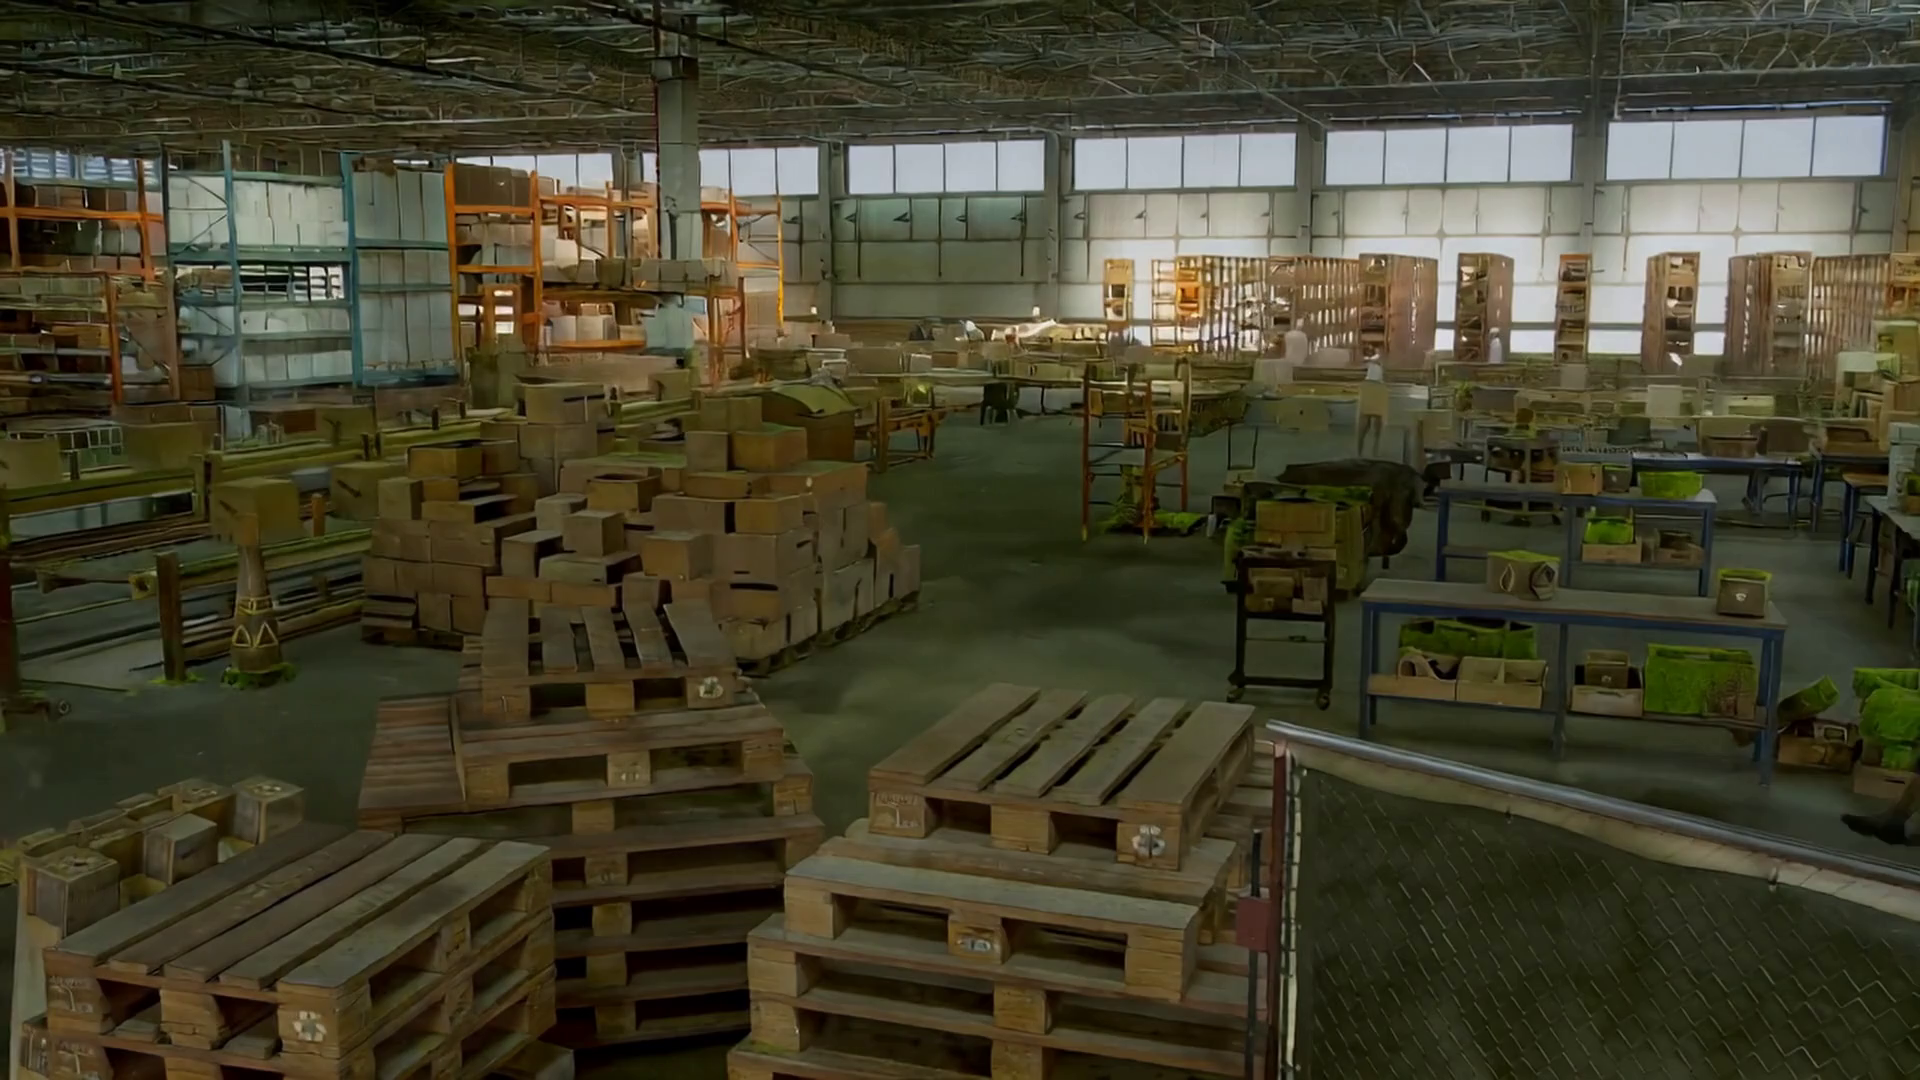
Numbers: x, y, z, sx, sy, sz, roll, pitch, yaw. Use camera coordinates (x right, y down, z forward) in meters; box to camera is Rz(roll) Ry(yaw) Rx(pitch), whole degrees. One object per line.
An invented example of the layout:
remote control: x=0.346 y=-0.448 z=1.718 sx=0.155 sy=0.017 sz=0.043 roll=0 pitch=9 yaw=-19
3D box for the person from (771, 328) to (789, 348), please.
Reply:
person: x=-4.233 y=-4.133 z=39.490 sx=0.944 sy=1.780 sz=0.622 roll=7 pitch=11 yaw=36

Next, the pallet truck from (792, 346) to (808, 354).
pallet truck: x=-3.705 y=-4.298 z=42.022 sx=0.653 sy=1.274 sz=1.630 roll=3 pitch=10 yaw=20

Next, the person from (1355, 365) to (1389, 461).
person: x=6.543 y=-1.962 z=26.382 sx=0.539 sy=1.621 sz=0.433 roll=4 pitch=10 yaw=26

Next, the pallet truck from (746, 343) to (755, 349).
pallet truck: x=-6.183 y=-4.618 z=44.264 sx=1.601 sy=1.201 sz=0.680 roll=-9 pitch=12 yaw=-43

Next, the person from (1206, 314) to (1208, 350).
person: x=7.993 y=-6.554 z=53.866 sx=0.392 sy=2.041 sz=0.615 roll=3 pitch=10 yaw=18

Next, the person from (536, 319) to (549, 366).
person: x=-12.285 y=-5.644 z=49.033 sx=0.327 sy=1.765 sz=0.535 roll=-5 pitch=10 yaw=-27

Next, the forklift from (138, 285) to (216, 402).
forklift: x=-17.480 y=-4.200 z=36.461 sx=1.873 sy=2.768 sz=1.129 roll=3 pitch=10 yaw=19

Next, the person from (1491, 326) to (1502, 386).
person: x=13.236 y=-4.390 z=41.134 sx=0.309 sy=1.772 sz=0.525 roll=1 pitch=9 yaw=8

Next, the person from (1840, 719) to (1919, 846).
person: x=5.144 y=0.736 z=8.643 sx=0.988 sy=1.861 sz=0.595 roll=3 pitch=10 yaw=21

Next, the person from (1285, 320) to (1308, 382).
person: x=8.557 y=-4.632 z=42.234 sx=0.399 sy=1.905 sz=0.643 roll=-8 pitch=12 yaw=-42

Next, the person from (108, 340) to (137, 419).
person: x=-13.563 y=-2.267 z=27.087 sx=0.608 sy=2.009 sz=0.975 roll=5 pitch=10 yaw=28

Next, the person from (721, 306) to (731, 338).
person: x=-8.328 y=-7.303 z=58.864 sx=0.406 sy=1.948 sz=0.605 roll=5 pitch=10 yaw=29

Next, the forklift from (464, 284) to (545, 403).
forklift: x=-10.832 y=-4.702 z=39.610 sx=1.129 sy=2.768 sz=1.873 roll=3 pitch=10 yaw=20
